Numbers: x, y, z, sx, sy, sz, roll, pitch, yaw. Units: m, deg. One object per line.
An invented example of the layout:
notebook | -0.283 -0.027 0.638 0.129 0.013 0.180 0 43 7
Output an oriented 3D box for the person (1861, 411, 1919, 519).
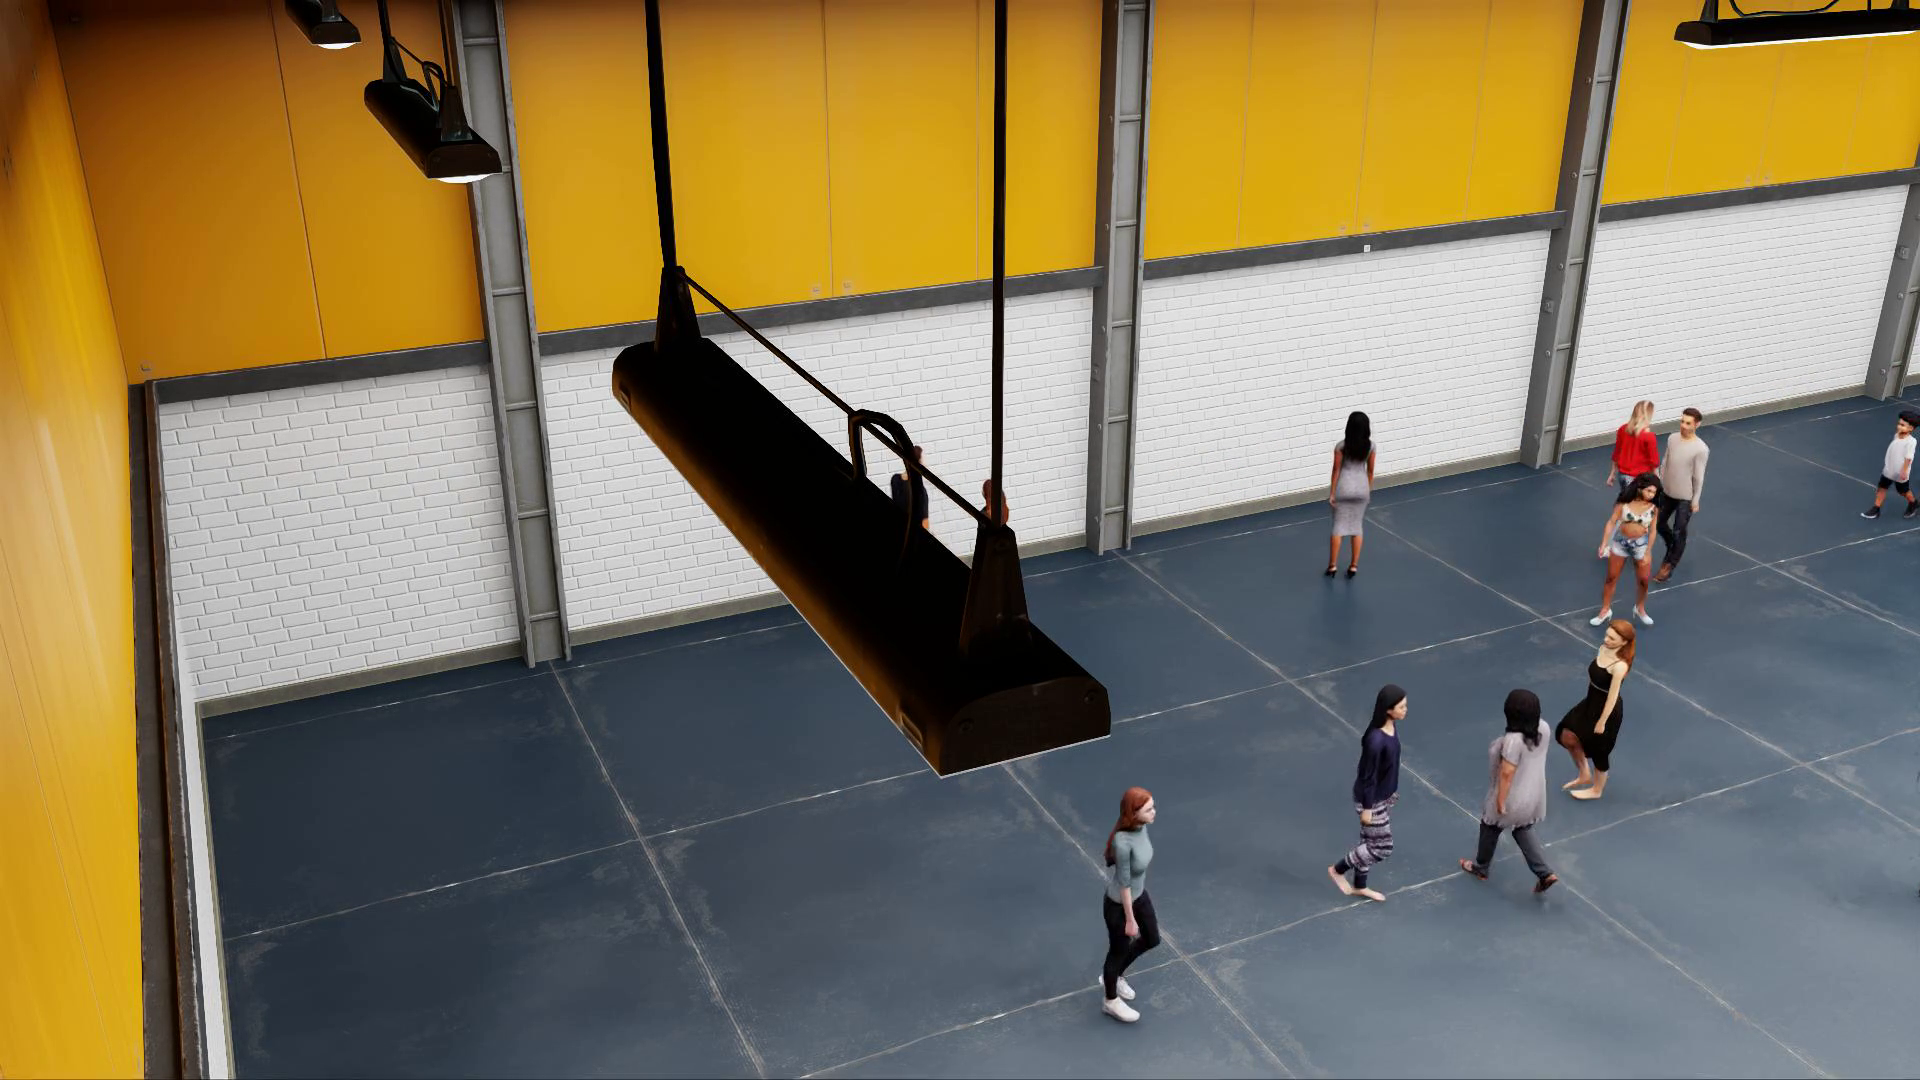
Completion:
person | 10.384 -0.815 18.308 0.913 1.242 0.601 -6 24 -13

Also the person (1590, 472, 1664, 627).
person | 6.315 0.093 15.785 0.811 1.600 0.855 16 28 33

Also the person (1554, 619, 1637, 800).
person | 5.076 1.337 12.924 0.745 1.611 0.706 1 24 2

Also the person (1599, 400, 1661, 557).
person | 6.920 -0.604 17.297 1.065 1.666 0.651 -12 26 -25

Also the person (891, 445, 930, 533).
person | -0.483 -0.017 15.720 0.658 1.852 0.746 -19 30 -36

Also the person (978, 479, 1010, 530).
person | 0.319 0.116 15.880 0.683 1.481 0.571 18 29 35

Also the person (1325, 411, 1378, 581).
person | 3.943 -0.439 16.782 0.615 1.776 0.723 0 24 0

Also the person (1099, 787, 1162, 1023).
person | 0.983 2.298 10.572 0.767 1.734 0.700 13 27 26

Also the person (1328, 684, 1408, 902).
person | 2.855 1.775 11.782 0.823 1.723 0.763 11 26 23

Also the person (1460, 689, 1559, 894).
person | 4.026 1.813 11.865 0.902 1.587 0.753 -14 27 -29

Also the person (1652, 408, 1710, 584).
person | 7.291 -0.473 16.754 0.829 1.860 0.739 -16 28 -33
